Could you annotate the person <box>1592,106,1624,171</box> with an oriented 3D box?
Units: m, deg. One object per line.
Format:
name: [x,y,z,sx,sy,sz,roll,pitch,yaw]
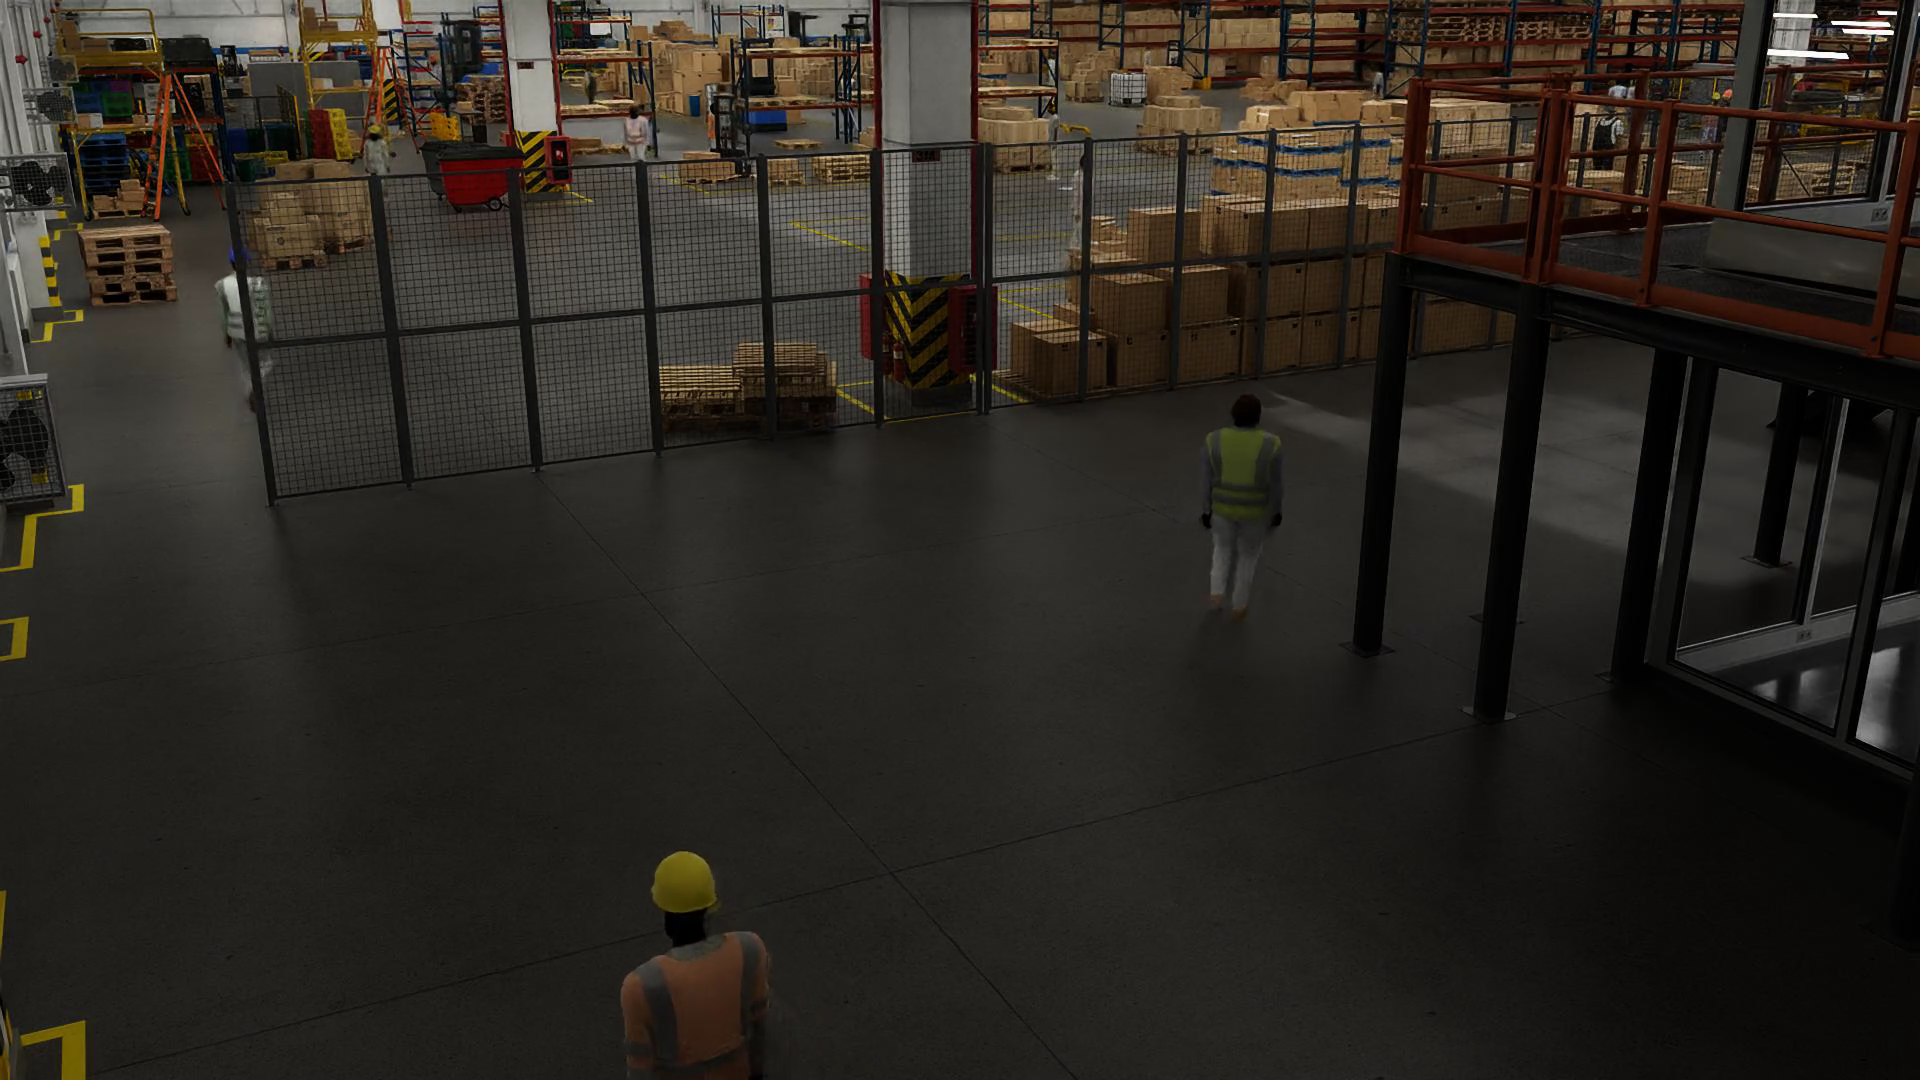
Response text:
person: [14.566,-8.861,37.626,0.538,2.000,0.681,-12,22,-31]

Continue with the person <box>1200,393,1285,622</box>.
person: [2.196,-0.246,12.976,0.629,1.824,0.448,7,20,20]

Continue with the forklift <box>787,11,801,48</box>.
forklift: [-8.184,-24.643,82.105,1.873,2.768,1.129,-9,21,-25]

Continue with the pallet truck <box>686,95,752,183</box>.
pallet truck: [-5.836,-9.608,39.856,0.823,1.965,1.885,10,22,27]

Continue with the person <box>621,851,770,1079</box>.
person: [-1.014,2.025,6.271,0.610,1.902,0.815,-13,23,-32]

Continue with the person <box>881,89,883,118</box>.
person: [-2.031,-12.417,48.119,0.585,1.918,0.377,4,19,12]

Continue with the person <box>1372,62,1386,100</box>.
person: [13.958,-14.918,55.378,1.001,1.919,0.626,1,19,3]

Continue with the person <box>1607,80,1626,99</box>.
person: [20.500,-13.658,52.077,0.553,1.662,0.781,2,19,6]

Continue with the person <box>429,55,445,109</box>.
person: [-18.840,-16.422,59.731,0.569,1.913,0.472,4,19,10]

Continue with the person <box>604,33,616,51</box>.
person: [-16.687,-23.231,79.438,0.378,1.937,0.629,18,26,41]

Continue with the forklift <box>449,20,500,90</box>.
forklift: [-20.149,-20.058,68.815,1.129,2.768,1.873,14,23,35]

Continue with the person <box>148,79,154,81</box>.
person: [-24.951,-13.439,51.516,0.515,1.634,0.314,11,22,28]

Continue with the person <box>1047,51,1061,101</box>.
person: [3.626,-17.822,63.892,0.552,1.847,0.577,-3,19,-9]

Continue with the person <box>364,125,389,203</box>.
person: [-12.537,-8.080,35.852,0.491,1.711,0.785,1,19,2]

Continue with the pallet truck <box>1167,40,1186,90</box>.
pallet truck: [9.045,-19.971,69.895,0.823,1.965,1.885,-3,19,-8]

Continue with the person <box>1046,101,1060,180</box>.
person: [2.244,-9.618,40.103,0.328,1.861,0.502,-4,19,-11]

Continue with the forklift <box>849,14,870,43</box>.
forklift: [-4.651,-22.997,77.335,1.129,2.768,1.873,5,20,15]

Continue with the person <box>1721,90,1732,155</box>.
person: [19.327,-10.350,42.014,0.391,1.990,0.621,11,22,30]

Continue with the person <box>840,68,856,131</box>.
person: [-3.511,-13.778,52.062,0.591,1.919,0.392,13,23,33]

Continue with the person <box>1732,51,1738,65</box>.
person: [32.653,-19.742,69.824,0.774,1.604,0.510,-9,21,-24]

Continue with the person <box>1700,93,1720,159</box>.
person: [19.966,-10.971,44.156,0.533,1.768,0.310,2,19,6]

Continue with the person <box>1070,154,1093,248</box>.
person: [2.087,-5.602,28.336,0.369,1.935,0.630,8,21,23]

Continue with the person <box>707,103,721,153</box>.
person: [-6.171,-10.117,41.801,0.322,1.690,0.532,-10,21,-26]

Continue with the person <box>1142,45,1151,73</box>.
person: [8.263,-21.226,74.114,0.793,1.602,0.536,-9,21,-24]

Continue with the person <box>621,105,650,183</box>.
person: [-7.697,-9.334,39.330,0.663,1.812,0.803,2,19,5]

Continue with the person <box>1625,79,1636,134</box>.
person: [20.404,-13.098,50.294,0.621,1.778,0.941,3,19,8]

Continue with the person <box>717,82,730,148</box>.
person: [-6.513,-11.546,45.579,0.435,1.921,0.641,16,25,39]

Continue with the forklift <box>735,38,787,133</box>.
forklift: [-6.211,-14.162,51.722,1.129,2.768,1.873,-9,21,-25]

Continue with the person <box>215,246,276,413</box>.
person: [-8.152,-2.399,19.047,0.627,1.930,0.459,1,19,3]

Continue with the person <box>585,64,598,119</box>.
person: [-12.451,-15.162,56.260,0.572,1.812,0.588,11,22,29]

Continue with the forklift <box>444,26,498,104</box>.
forklift: [-18.314,-17.720,62.036,1.873,2.768,1.129,10,21,26]

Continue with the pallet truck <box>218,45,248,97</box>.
pallet truck: [-28.879,-18.665,66.111,0.823,1.965,1.885,-3,19,-9]

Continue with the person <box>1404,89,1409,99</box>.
person: [11.788,-10.757,43.333,0.467,1.912,0.751,0,19,-1]
